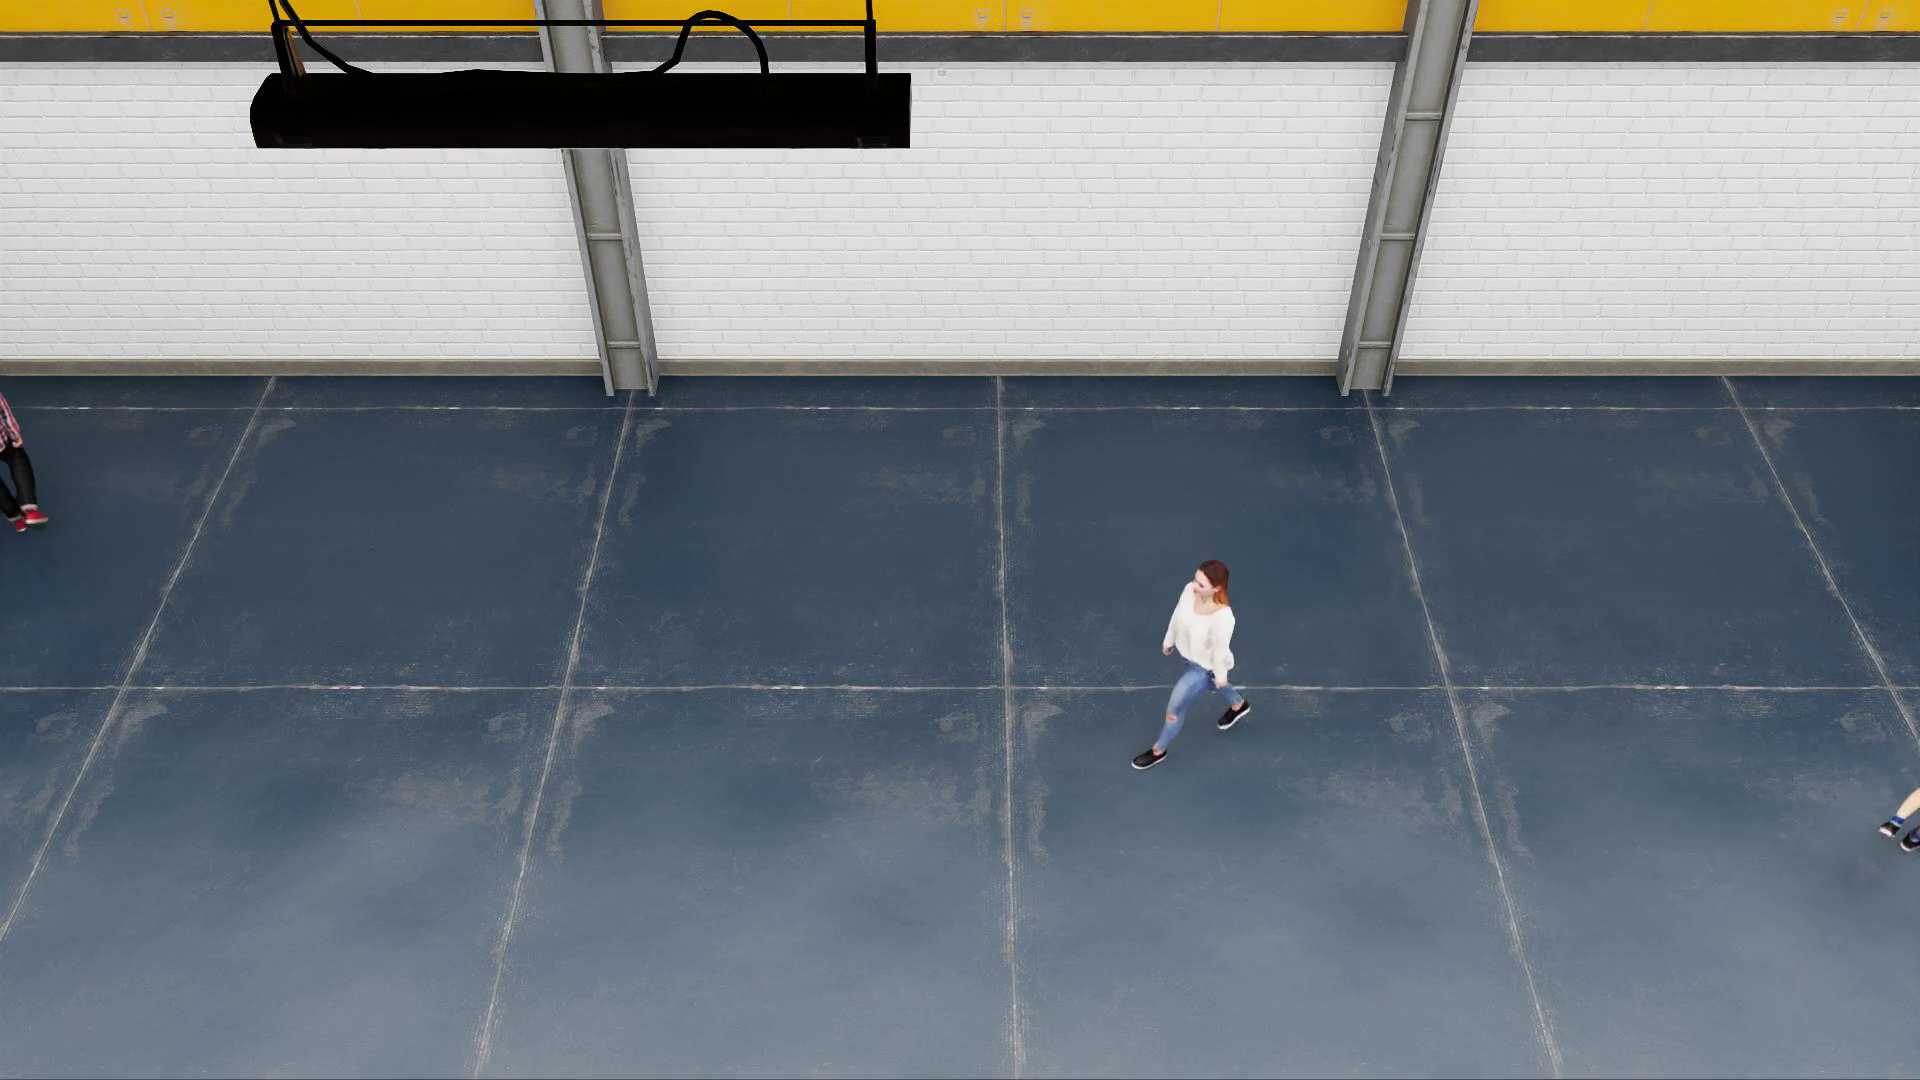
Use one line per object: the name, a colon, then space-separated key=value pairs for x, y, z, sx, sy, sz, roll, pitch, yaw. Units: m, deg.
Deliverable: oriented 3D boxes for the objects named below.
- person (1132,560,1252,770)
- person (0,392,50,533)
person: x=1.558 y=0.726 z=10.378 sx=1.215 sy=1.650 sz=0.936 roll=-17 pitch=46 yaw=-17
person: x=-6.958 y=-0.698 z=11.801 sx=0.770 sy=1.749 sz=0.871 roll=-15 pitch=46 yaw=-16
